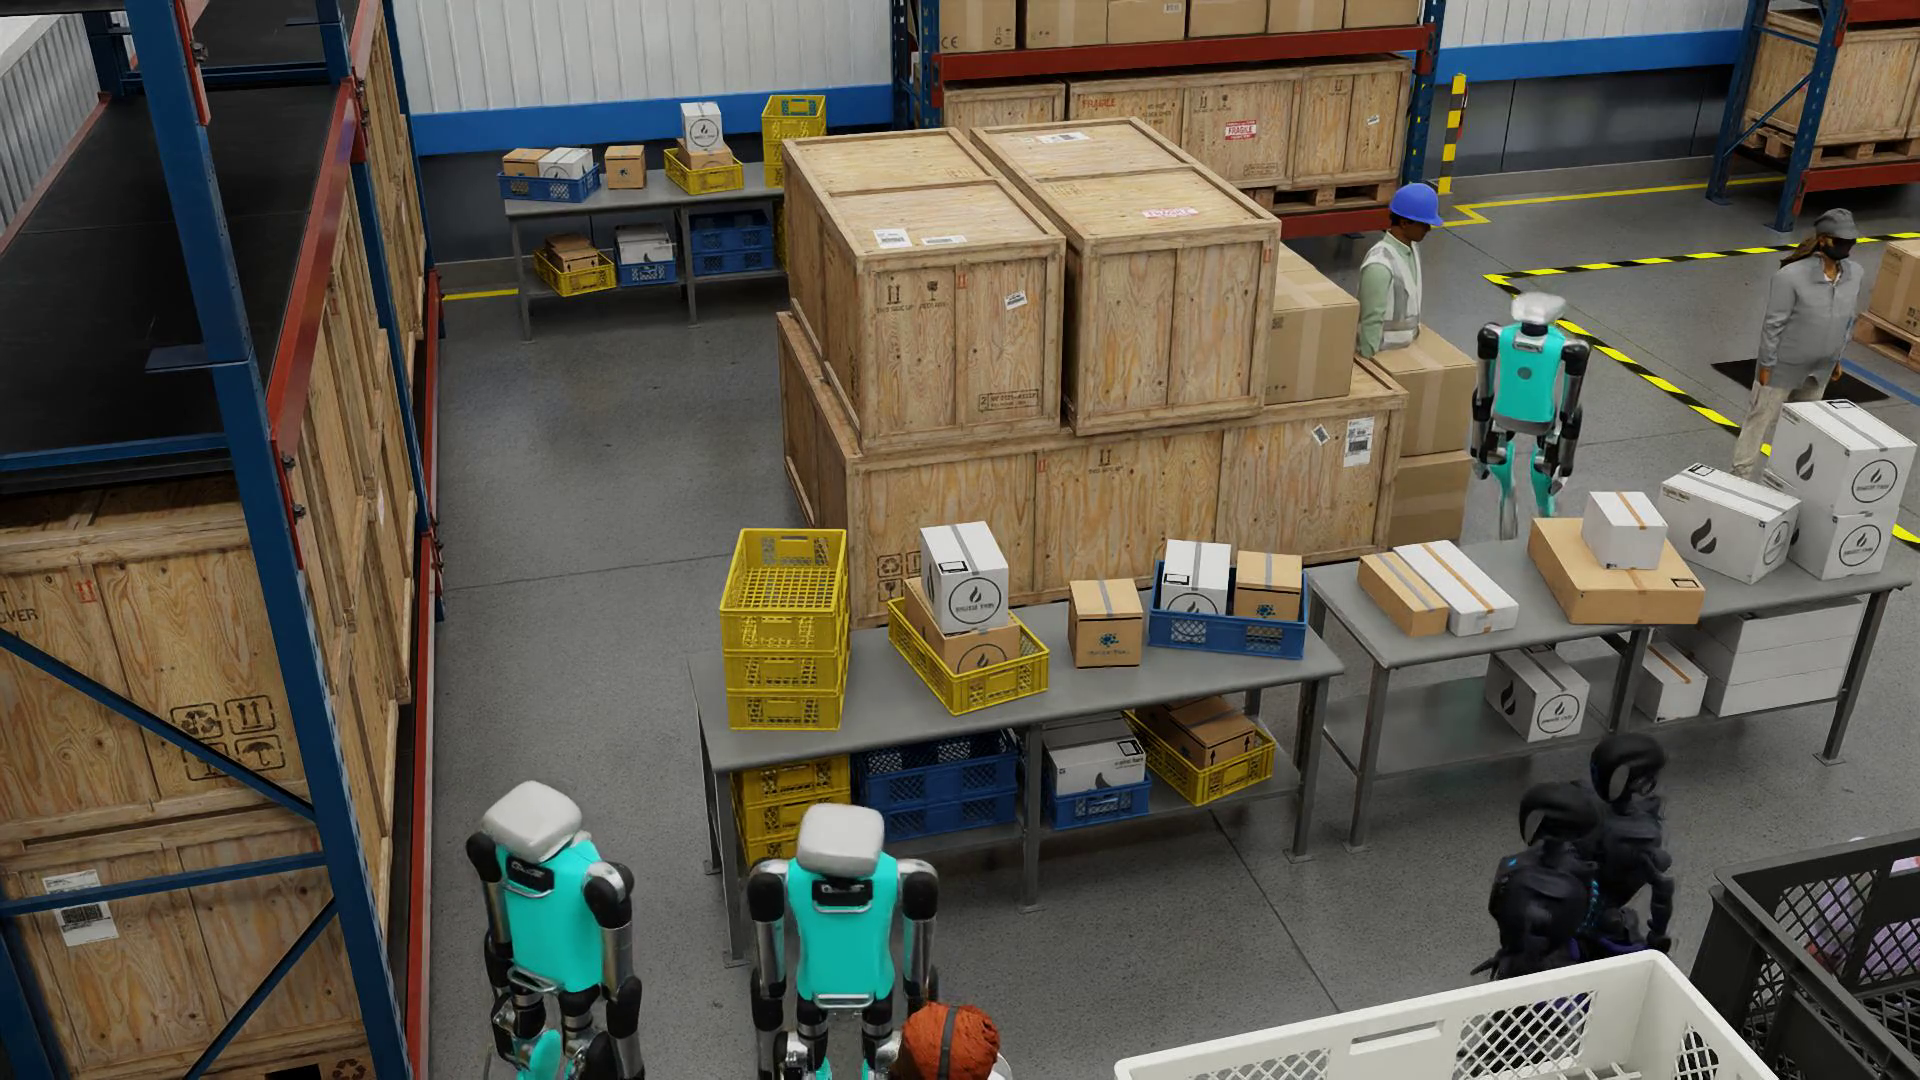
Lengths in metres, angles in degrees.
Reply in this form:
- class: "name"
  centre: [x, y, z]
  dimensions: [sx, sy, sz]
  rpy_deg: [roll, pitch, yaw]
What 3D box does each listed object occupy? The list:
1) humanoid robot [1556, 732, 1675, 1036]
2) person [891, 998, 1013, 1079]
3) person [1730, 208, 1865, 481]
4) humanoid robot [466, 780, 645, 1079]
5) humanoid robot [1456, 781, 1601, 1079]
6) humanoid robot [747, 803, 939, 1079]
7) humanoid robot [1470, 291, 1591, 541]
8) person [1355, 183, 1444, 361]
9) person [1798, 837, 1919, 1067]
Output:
- class: "humanoid robot"
  centre: [2.005, 1.333, 5.269]
  dimensions: [0.597, 1.656, 0.614]
  rpy_deg: [-8, 30, -14]
- class: "person"
  centre: [-0.024, 1.856, 4.077]
  dimensions: [0.356, 1.882, 0.574]
  rpy_deg: [2, 29, 4]
- class: "person"
  centre: [4.730, -1.015, 9.403]
  dimensions: [0.560, 1.768, 0.399]
  rpy_deg: [-7, 30, -12]
- class: "humanoid robot"
  centre: [-1.230, 1.571, 4.745]
  dimensions: [0.532, 1.800, 0.678]
  rpy_deg: [14, 32, 24]
- class: "humanoid robot"
  centre: [1.691, 1.410, 5.089]
  dimensions: [0.335, 1.650, 0.600]
  rpy_deg: [11, 31, 19]
- class: "humanoid robot"
  centre: [-0.319, 1.615, 4.678]
  dimensions: [0.534, 1.797, 0.784]
  rpy_deg: [-1, 29, -2]
- class: "humanoid robot"
  centre: [2.898, -0.466, 8.490]
  dimensions: [0.548, 1.807, 0.760]
  rpy_deg: [17, 33, 28]
- class: "person"
  centre: [2.382, -1.050, 9.303]
  dimensions: [0.417, 1.931, 0.618]
  rpy_deg: [17, 33, 28]
- class: "person"
  centre: [2.645, 1.442, 4.683]
  dimensions: [0.403, 2.029, 0.611]
  rpy_deg: [-25, 38, -38]
